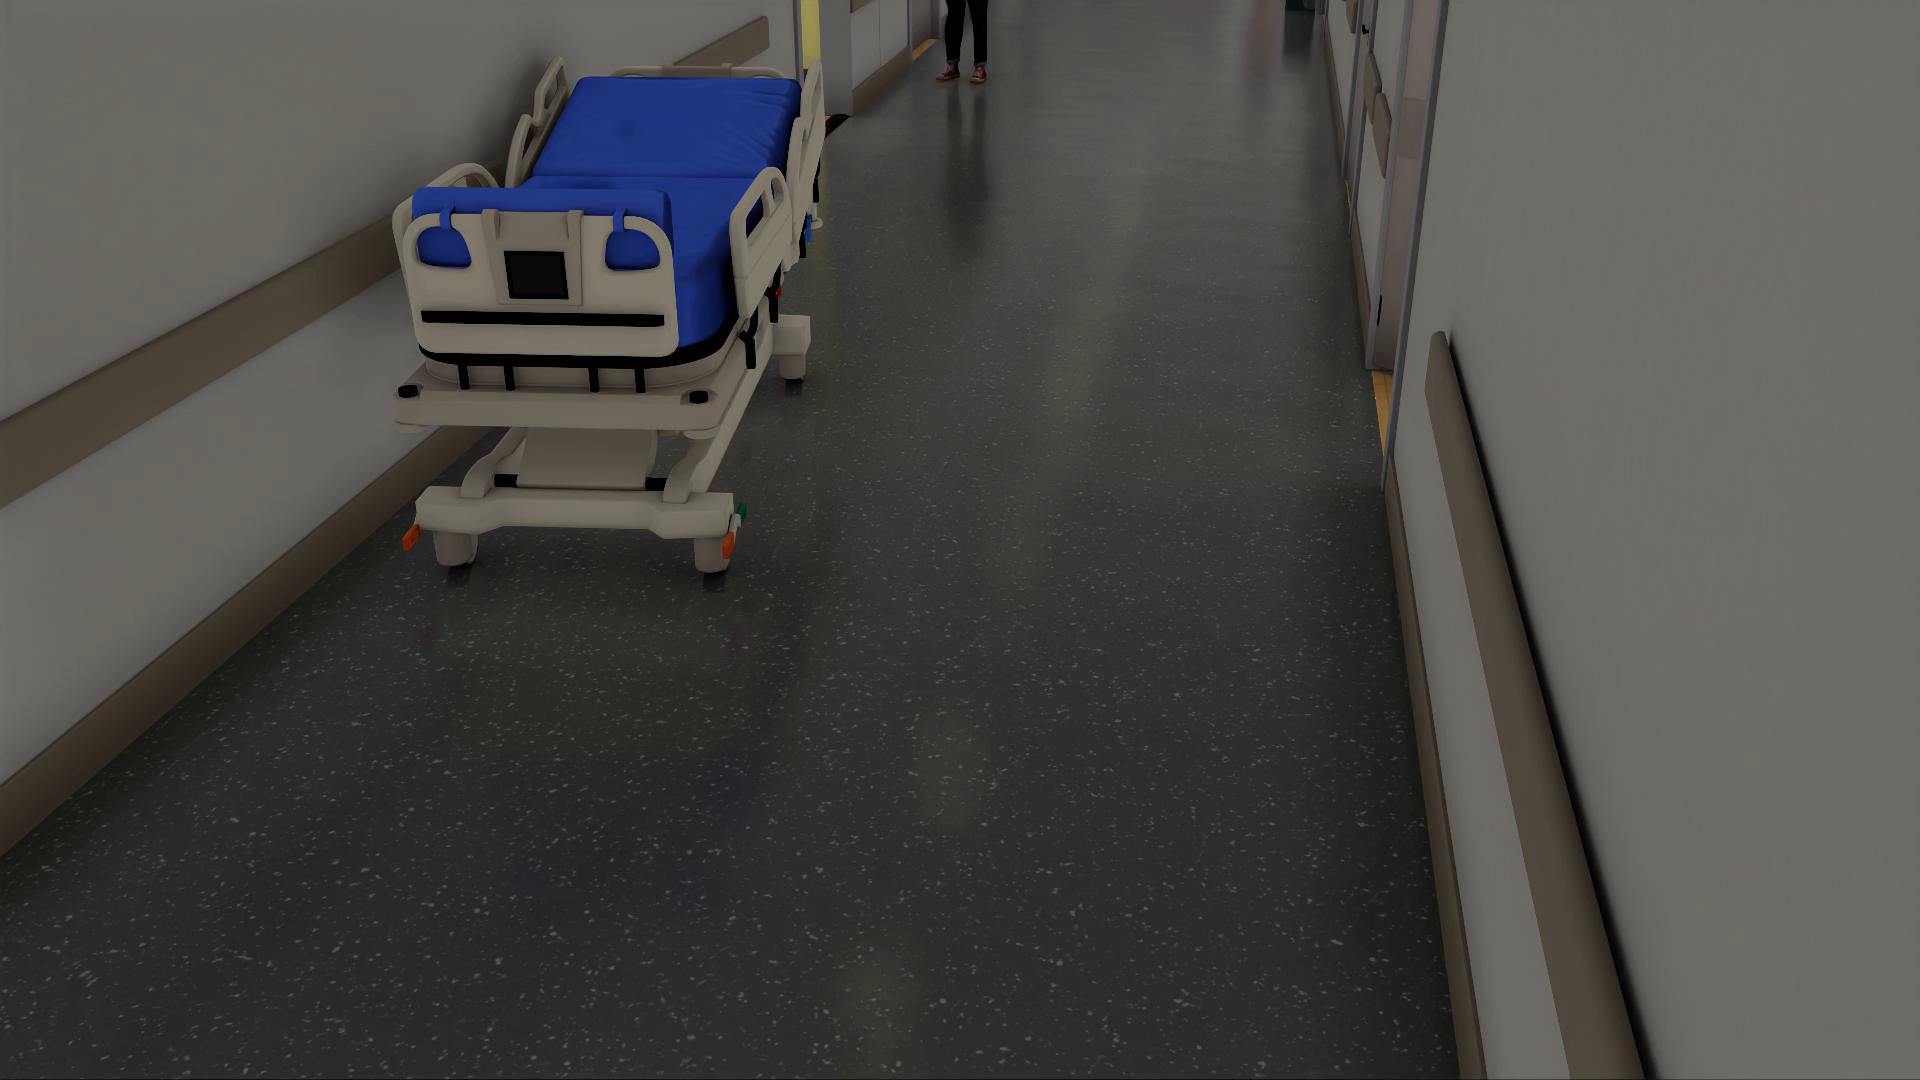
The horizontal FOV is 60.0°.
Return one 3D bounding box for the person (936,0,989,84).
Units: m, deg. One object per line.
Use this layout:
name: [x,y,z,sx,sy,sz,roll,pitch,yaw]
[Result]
person: [0.056,-4.494,12.997,0.575,1.758,0.734,10,28,20]
